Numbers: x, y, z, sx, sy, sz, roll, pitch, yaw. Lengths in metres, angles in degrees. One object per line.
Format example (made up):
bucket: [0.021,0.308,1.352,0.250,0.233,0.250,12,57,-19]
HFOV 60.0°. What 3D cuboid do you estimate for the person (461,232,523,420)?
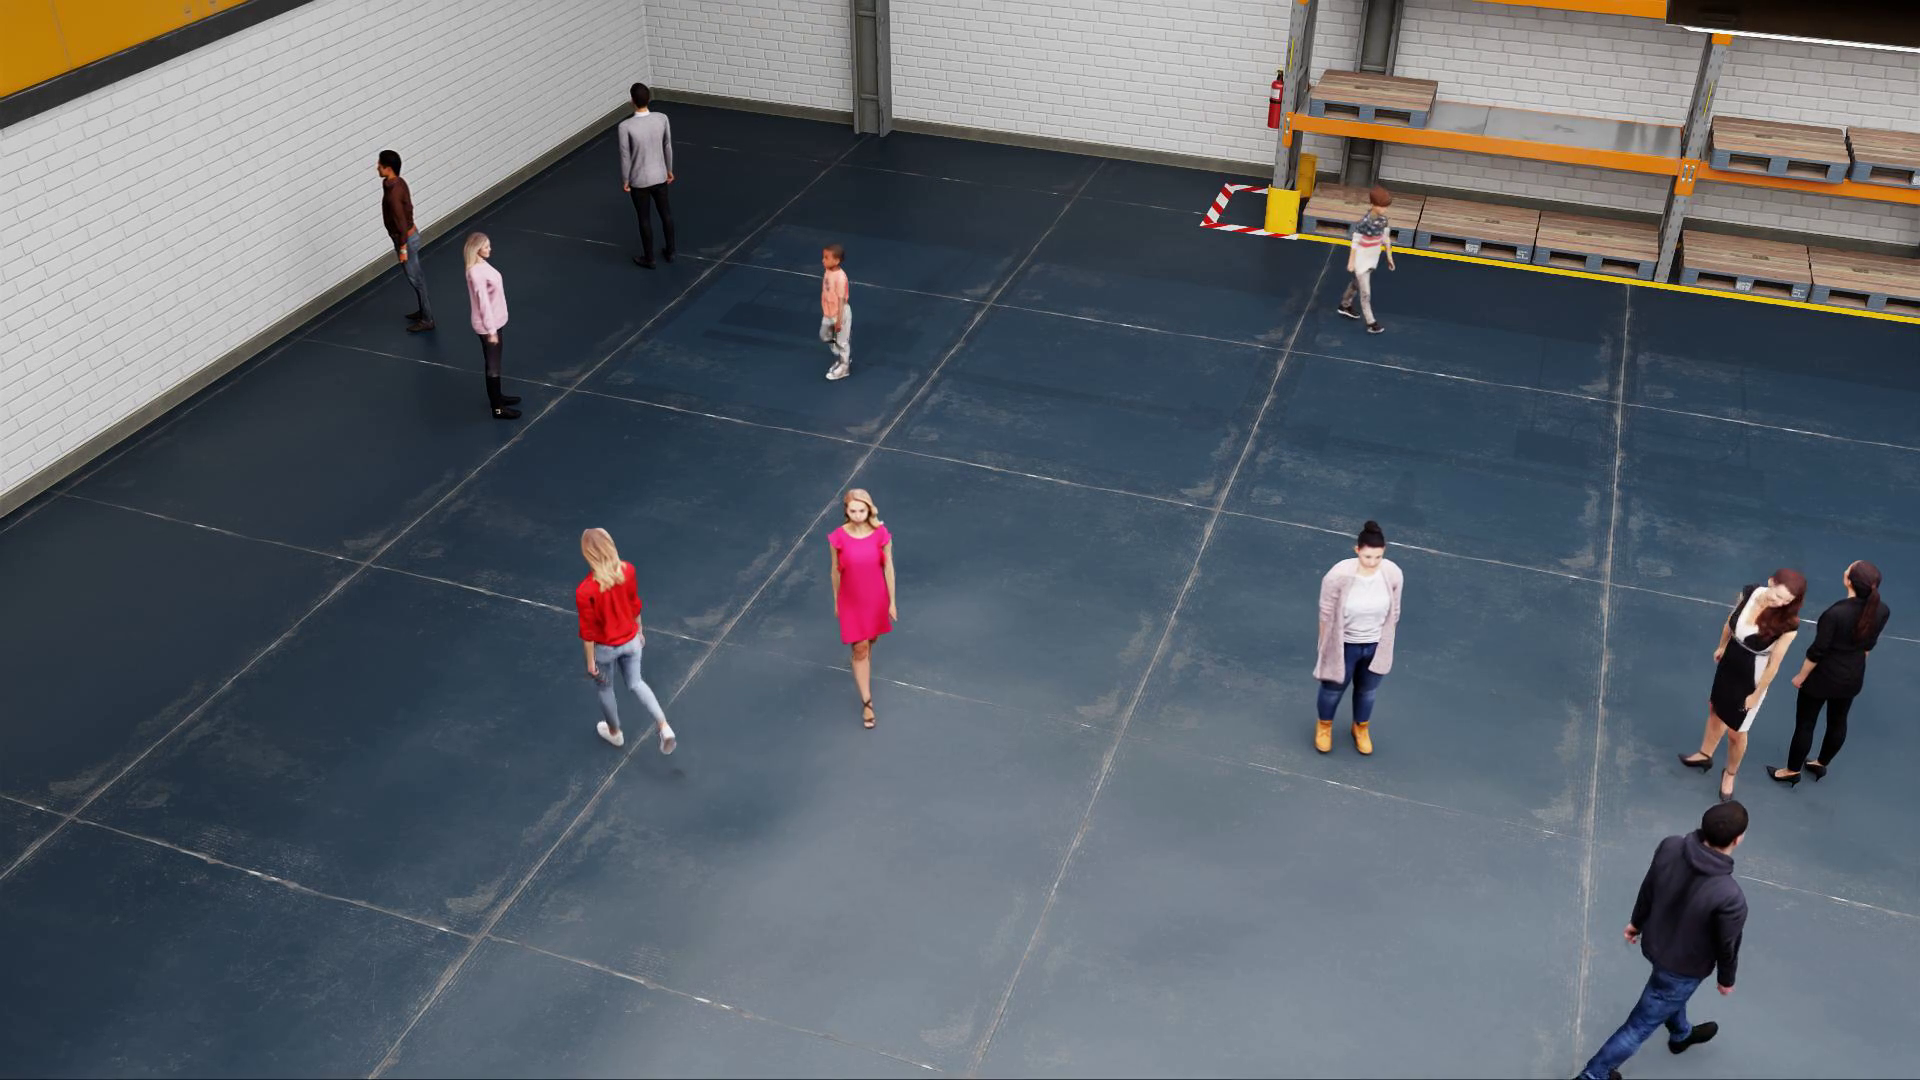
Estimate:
person: [-4.081,-1.863,14.365,0.707,1.686,0.686,-7,34,-10]

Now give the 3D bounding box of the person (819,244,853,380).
person: [-1.060,-2.078,15.034,0.663,1.304,0.596,-17,37,-24]

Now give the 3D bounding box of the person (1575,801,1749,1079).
person: [3.486,2.096,8.268,1.284,1.843,1.173,-12,35,-18]

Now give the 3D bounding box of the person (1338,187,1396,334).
person: [3.835,-2.719,15.907,0.857,1.405,0.994,-25,41,-32]

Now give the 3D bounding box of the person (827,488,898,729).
person: [-0.636,0.360,11.018,1.037,1.689,0.957,-5,34,-8]

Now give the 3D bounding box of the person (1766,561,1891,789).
person: [5.409,0.850,10.307,0.640,1.661,0.744,-6,34,-9]

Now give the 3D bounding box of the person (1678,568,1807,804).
person: [4.803,0.808,10.274,0.772,1.767,0.754,-3,34,-5]

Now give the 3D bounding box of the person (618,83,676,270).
person: [-3.169,-3.707,16.926,0.839,1.923,0.843,-23,40,-30]

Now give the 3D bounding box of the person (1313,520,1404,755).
person: [2.522,0.608,10.596,0.705,1.744,0.831,-1,34,-2]

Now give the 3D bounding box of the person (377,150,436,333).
person: [-5.235,-2.838,15.746,0.719,1.781,0.716,-8,34,-11]

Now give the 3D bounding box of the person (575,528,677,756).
person: [-2.131,0.698,10.511,1.051,1.688,0.854,26,42,34]
